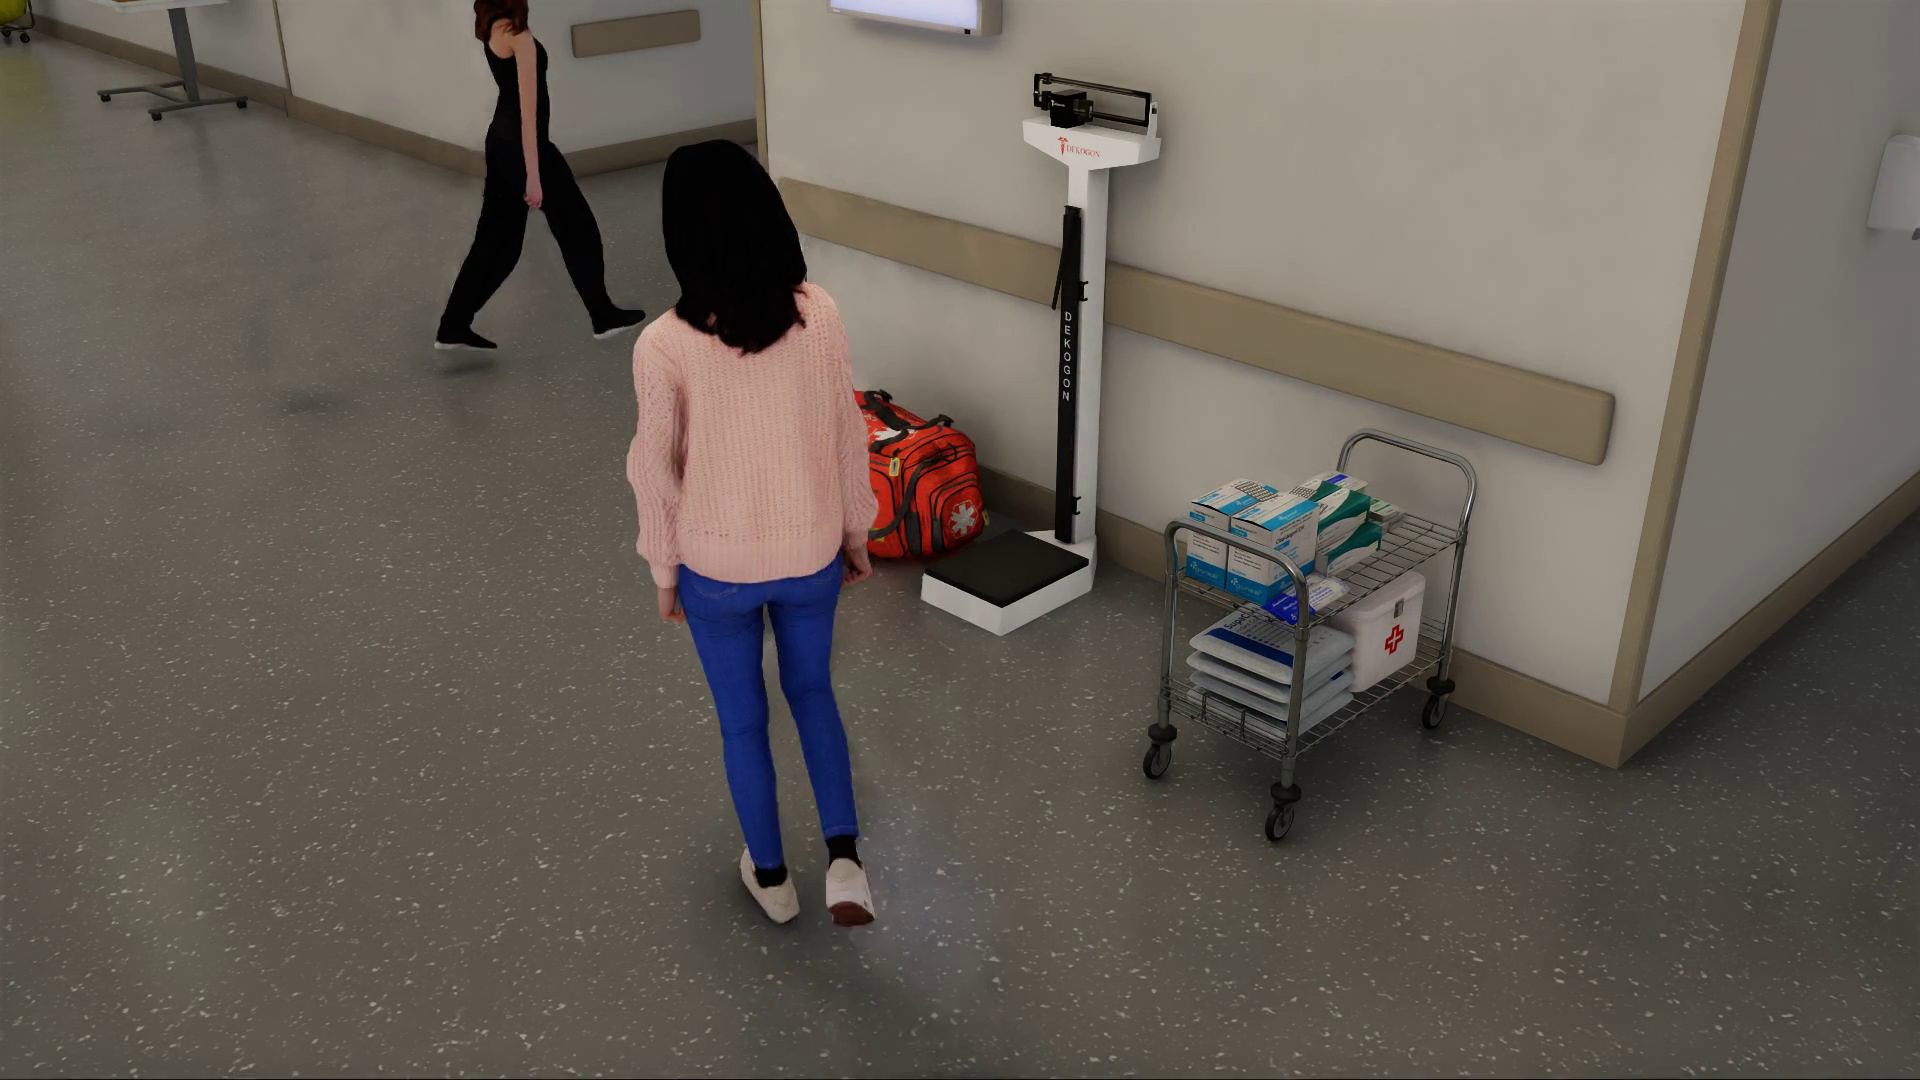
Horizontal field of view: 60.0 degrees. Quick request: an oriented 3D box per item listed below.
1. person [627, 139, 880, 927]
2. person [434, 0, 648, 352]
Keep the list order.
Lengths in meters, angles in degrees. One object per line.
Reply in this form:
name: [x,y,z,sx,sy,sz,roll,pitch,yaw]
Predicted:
person: [-0.377,0.092,3.404,0.840,1.757,0.939,-13,28,-24]
person: [-1.914,-1.554,6.887,0.797,1.697,1.136,-17,31,-32]
